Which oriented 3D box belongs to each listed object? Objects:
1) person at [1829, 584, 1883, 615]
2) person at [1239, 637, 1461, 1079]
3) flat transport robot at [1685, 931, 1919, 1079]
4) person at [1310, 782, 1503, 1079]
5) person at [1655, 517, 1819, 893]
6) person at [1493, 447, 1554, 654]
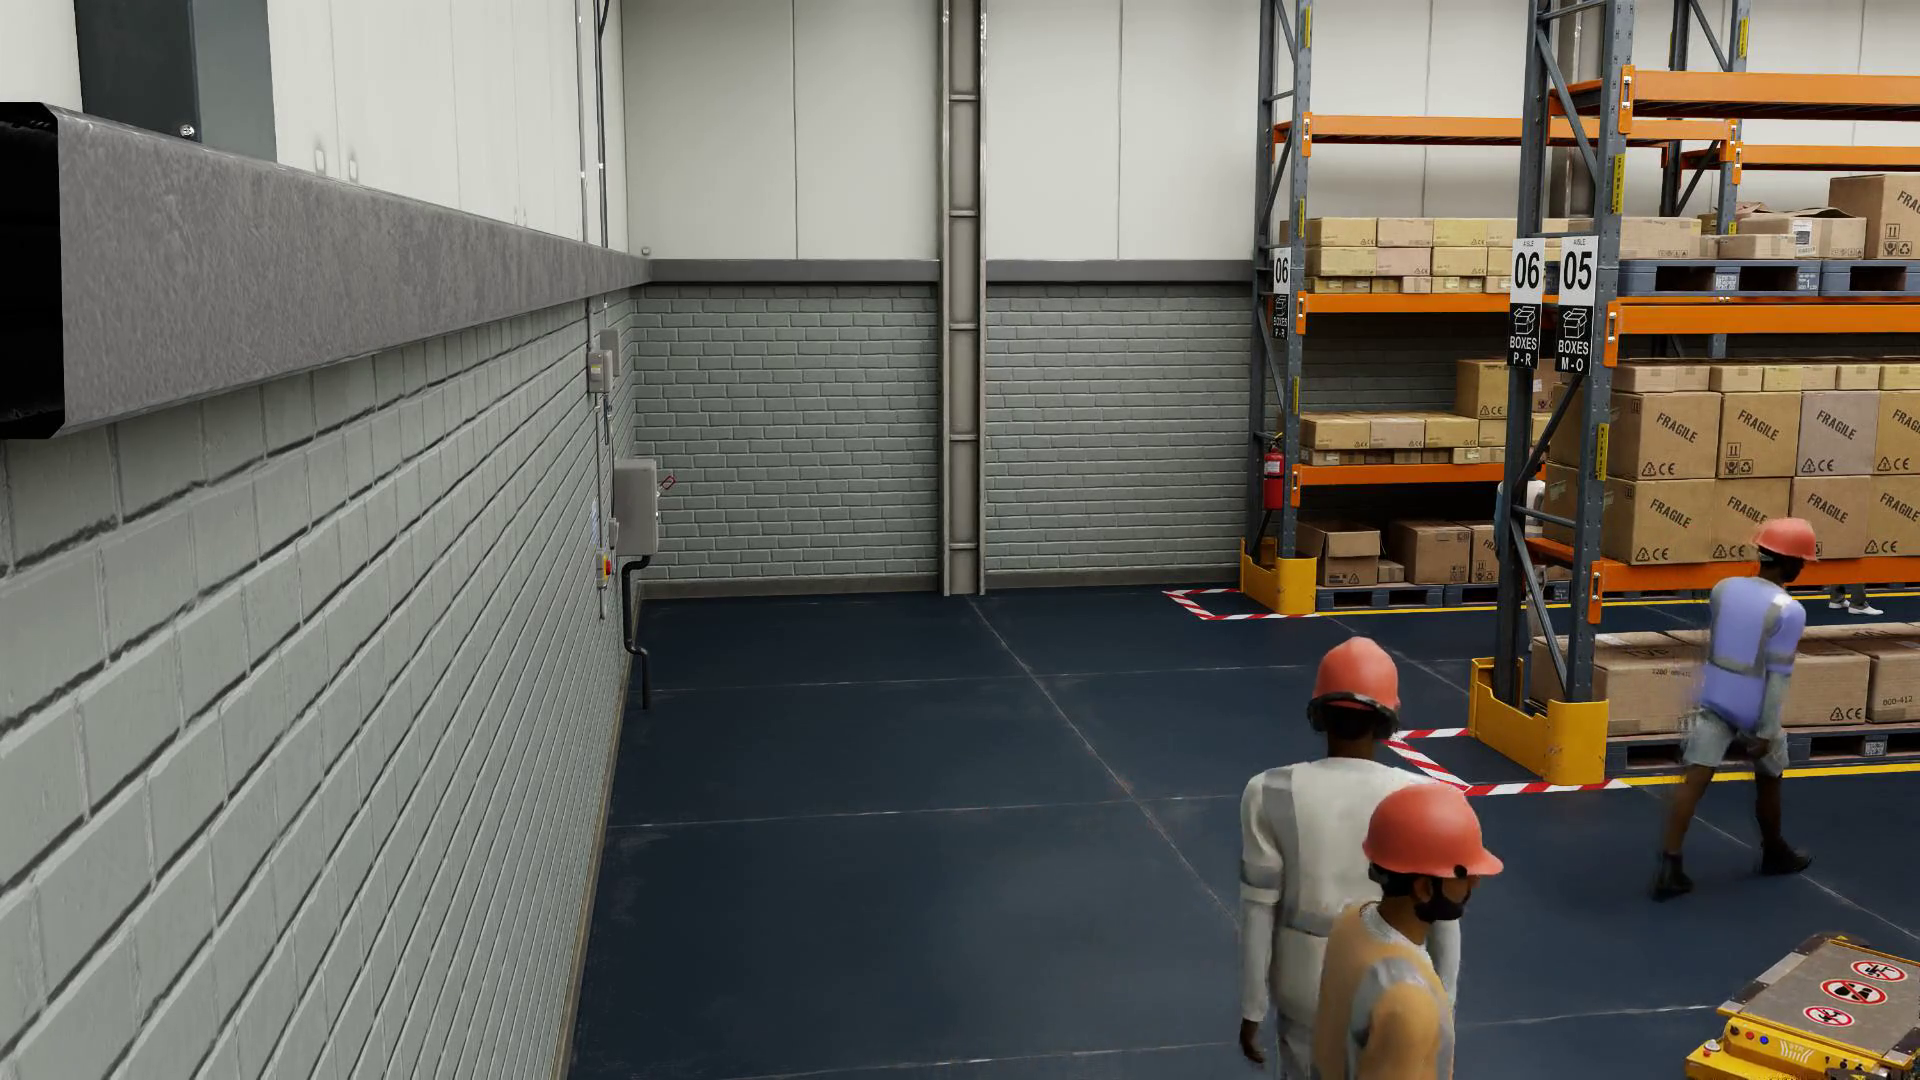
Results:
[{"bbox_3d":[7.983,-0.294,14.690,0.397,1.918,0.587,-2,9,-10],"label":"person"},{"bbox_3d":[1.076,1.292,4.663,0.621,2.009,0.958,3,10,16],"label":"person"},{"bbox_3d":[3.433,1.865,6.436,1.431,0.197,0.652,-9,13,-43],"label":"flat transport robot"},{"bbox_3d":[0.885,1.472,3.866,0.917,1.907,0.540,-1,9,-3],"label":"person"},{"bbox_3d":[3.822,0.807,8.078,1.052,1.868,0.556,-6,11,-31],"label":"person"},{"bbox_3d":[4.491,0.082,13.231,0.515,1.639,0.314,8,12,42],"label":"person"}]
